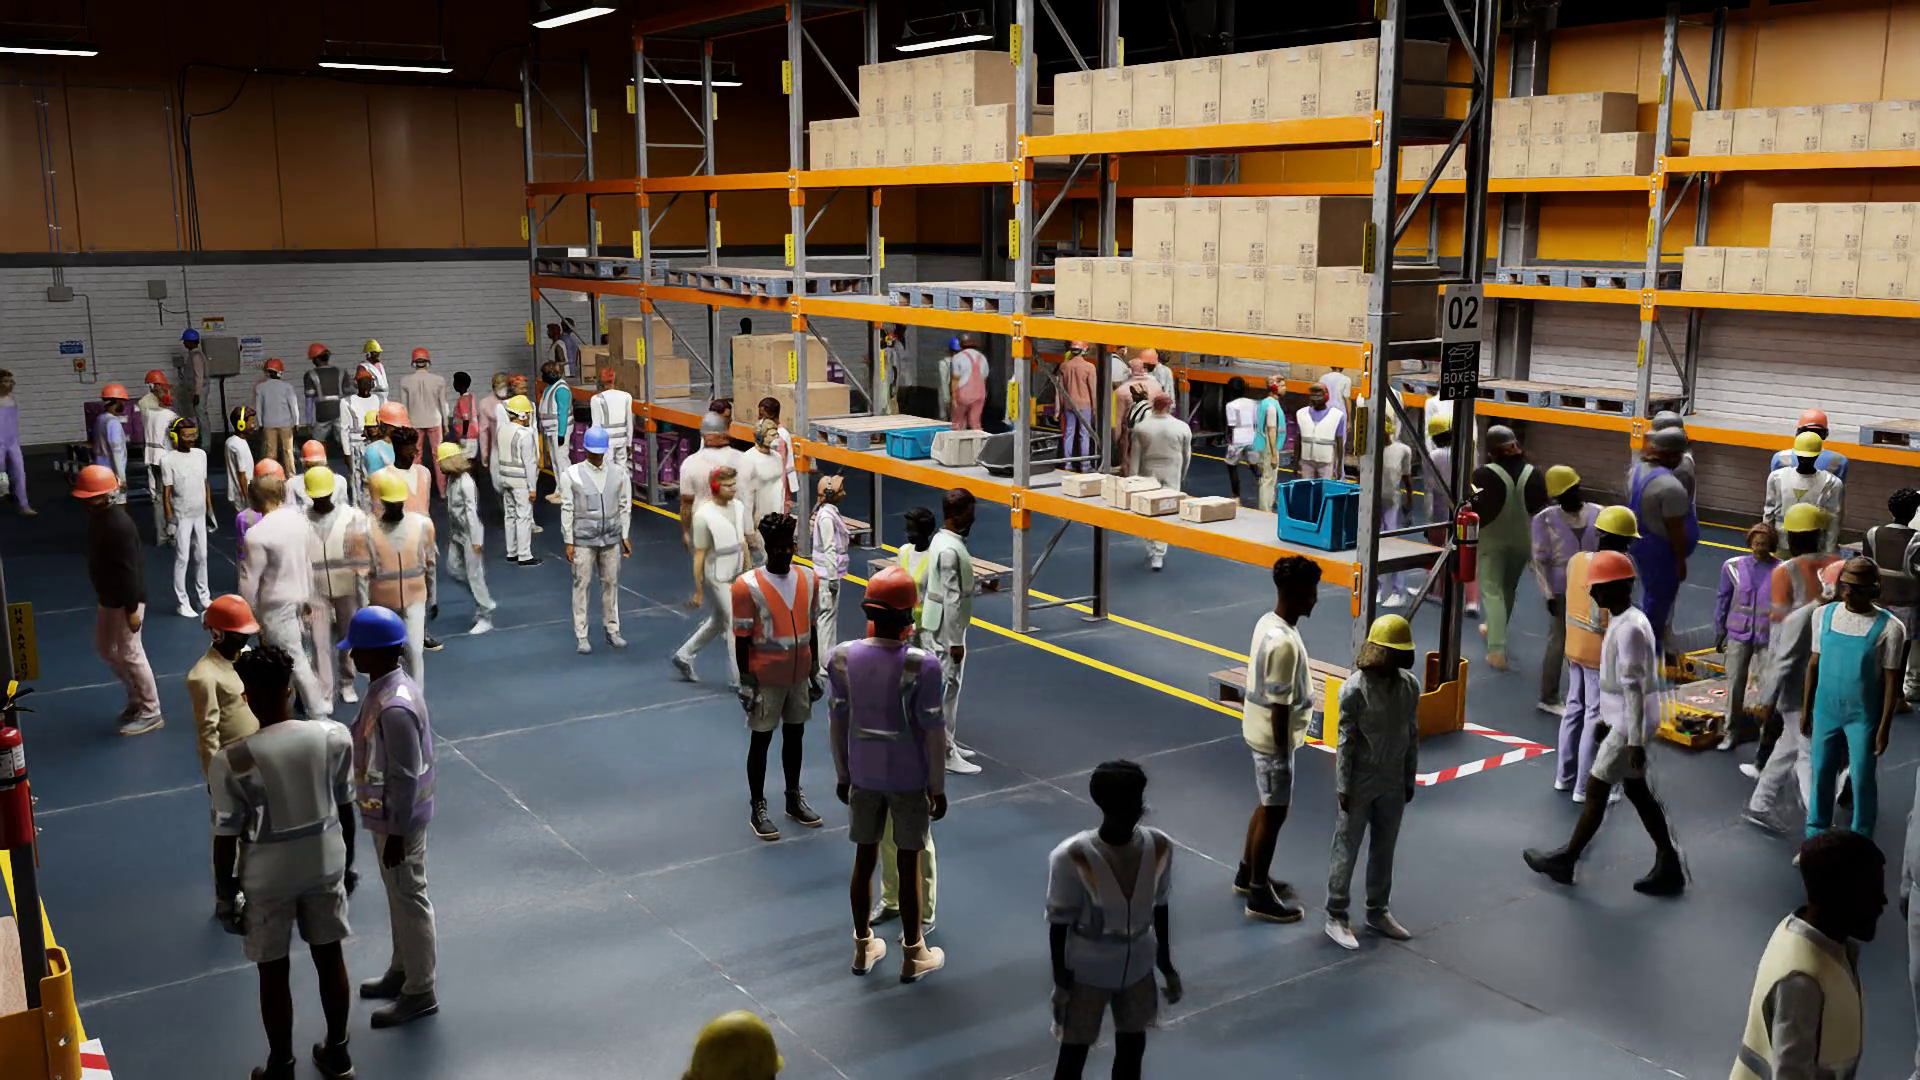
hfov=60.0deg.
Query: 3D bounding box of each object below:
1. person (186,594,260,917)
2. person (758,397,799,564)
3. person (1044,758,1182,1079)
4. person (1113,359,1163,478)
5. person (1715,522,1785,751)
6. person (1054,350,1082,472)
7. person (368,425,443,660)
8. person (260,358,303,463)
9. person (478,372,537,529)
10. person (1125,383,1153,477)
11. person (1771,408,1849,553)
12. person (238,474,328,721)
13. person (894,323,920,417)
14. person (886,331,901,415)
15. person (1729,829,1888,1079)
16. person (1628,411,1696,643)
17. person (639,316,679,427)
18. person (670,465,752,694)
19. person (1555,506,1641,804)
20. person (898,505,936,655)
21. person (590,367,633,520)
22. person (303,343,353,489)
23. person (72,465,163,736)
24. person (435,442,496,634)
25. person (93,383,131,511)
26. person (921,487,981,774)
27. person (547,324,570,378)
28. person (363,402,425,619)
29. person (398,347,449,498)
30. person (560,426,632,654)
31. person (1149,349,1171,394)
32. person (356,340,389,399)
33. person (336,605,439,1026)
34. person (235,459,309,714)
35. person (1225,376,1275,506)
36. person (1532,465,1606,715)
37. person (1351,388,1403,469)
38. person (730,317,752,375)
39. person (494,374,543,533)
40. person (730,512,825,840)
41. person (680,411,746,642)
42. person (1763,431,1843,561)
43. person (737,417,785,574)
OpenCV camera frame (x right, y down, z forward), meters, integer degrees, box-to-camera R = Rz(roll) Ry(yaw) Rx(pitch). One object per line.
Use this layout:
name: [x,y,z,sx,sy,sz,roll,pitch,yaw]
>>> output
person: [-3.828,1.134,8.824,0.349,1.740,0.574,0,11,2]
person: [-1.818,-0.480,16.667,0.390,1.905,0.598,-3,11,-14]
person: [0.572,1.636,6.363,0.547,1.695,0.322,-5,12,-22]
person: [2.268,-1.348,21.156,0.689,1.886,0.470,-4,12,-18]
person: [5.463,0.679,11.432,0.520,1.631,0.319,7,13,33]
person: [1.601,-1.852,24.037,0.523,1.769,0.314,-4,12,-20]
person: [-4.660,0.006,14.015,0.367,1.964,0.604,6,13,29]
person: [-10.068,-1.905,24.754,0.875,1.587,0.511,-1,11,-7]
person: [-5.253,-1.012,19.337,0.669,1.912,0.423,-1,11,-6]
person: [2.247,-1.154,20.813,0.313,1.634,0.514,-4,12,-20]
person: [7.408,-0.143,14.610,0.609,2.035,0.418,5,12,23]
person: [-4.932,0.468,11.838,0.918,1.887,0.648,2,11,8]
person: [-0.984,-2.997,29.471,0.870,1.927,0.627,8,13,34]
person: [-1.189,-2.677,28.330,0.349,1.739,0.573,1,11,4]
person: [2.542,1.788,5.048,0.429,1.919,0.597,7,13,32]
person: [6.111,-0.131,14.524,0.535,2.000,0.679,4,12,21]
person: [-5.249,-2.928,29.083,0.619,1.938,0.988,10,15,41]
person: [-1.904,0.298,12.935,0.888,1.811,0.569,4,12,20]
person: [4.029,0.724,10.487,0.396,1.913,0.592,-3,11,-13]
person: [-0.253,0.585,11.765,0.322,1.690,0.541,-10,15,-42]
person: [-4.218,-1.154,20.164,0.342,1.881,0.579,10,15,43]
person: [-8.590,-1.689,22.673,0.706,1.954,1.104,-9,14,-38]
person: [-6.010,0.422,11.861,0.498,1.970,0.642,-11,15,-44]
person: [-4.410,-0.026,14.841,0.416,1.704,0.635,-8,13,-34]
person: [-9.051,-0.722,17.853,0.432,1.921,0.572,-8,14,-37]
person: [-0.065,0.596,11.121,0.390,1.917,0.588,-1,11,-4]
person: [-6.948,-2.829,28.831,0.372,1.843,0.570,-4,12,-19]
person: [-5.114,-0.235,15.079,0.402,2.033,0.605,2,11,10]
person: [-7.033,-1.533,21.851,0.619,1.986,0.410,-3,11,-15]
person: [-3.090,-0.010,14.165,0.603,1.938,0.402,-7,13,-33]
person: [2.926,-1.952,24.376,0.348,1.839,0.500,-2,11,-9]
person: [-8.846,-2.106,25.162,0.403,1.835,0.588,2,11,9]
person: [-2.621,1.251,7.686,0.387,1.948,0.605,-5,12,-26]
person: [-5.057,0.358,12.329,0.548,1.925,0.392,-8,13,-34]
person: [3.649,-1.231,21.099,0.548,1.676,0.617,-8,13,-34]
person: [4.603,0.385,12.346,0.712,1.869,0.439,0,11,0]
person: [5.162,-1.225,20.661,0.650,1.838,0.429,-3,12,-17]
person: [-3.788,-2.952,29.275,0.594,1.917,0.373,7,13,32]
person: [-5.125,-0.988,19.325,0.357,1.880,0.574,7,13,33]
person: [-1.079,0.794,9.978,0.606,1.966,0.367,-9,15,-40]
person: [-2.095,-0.146,14.597,0.684,2.000,0.928,-6,13,-29]
person: [7.050,0.036,13.987,0.586,1.918,0.394,9,14,38]
person: [-1.755,-0.133,14.833,0.356,1.931,0.632,5,12,25]
